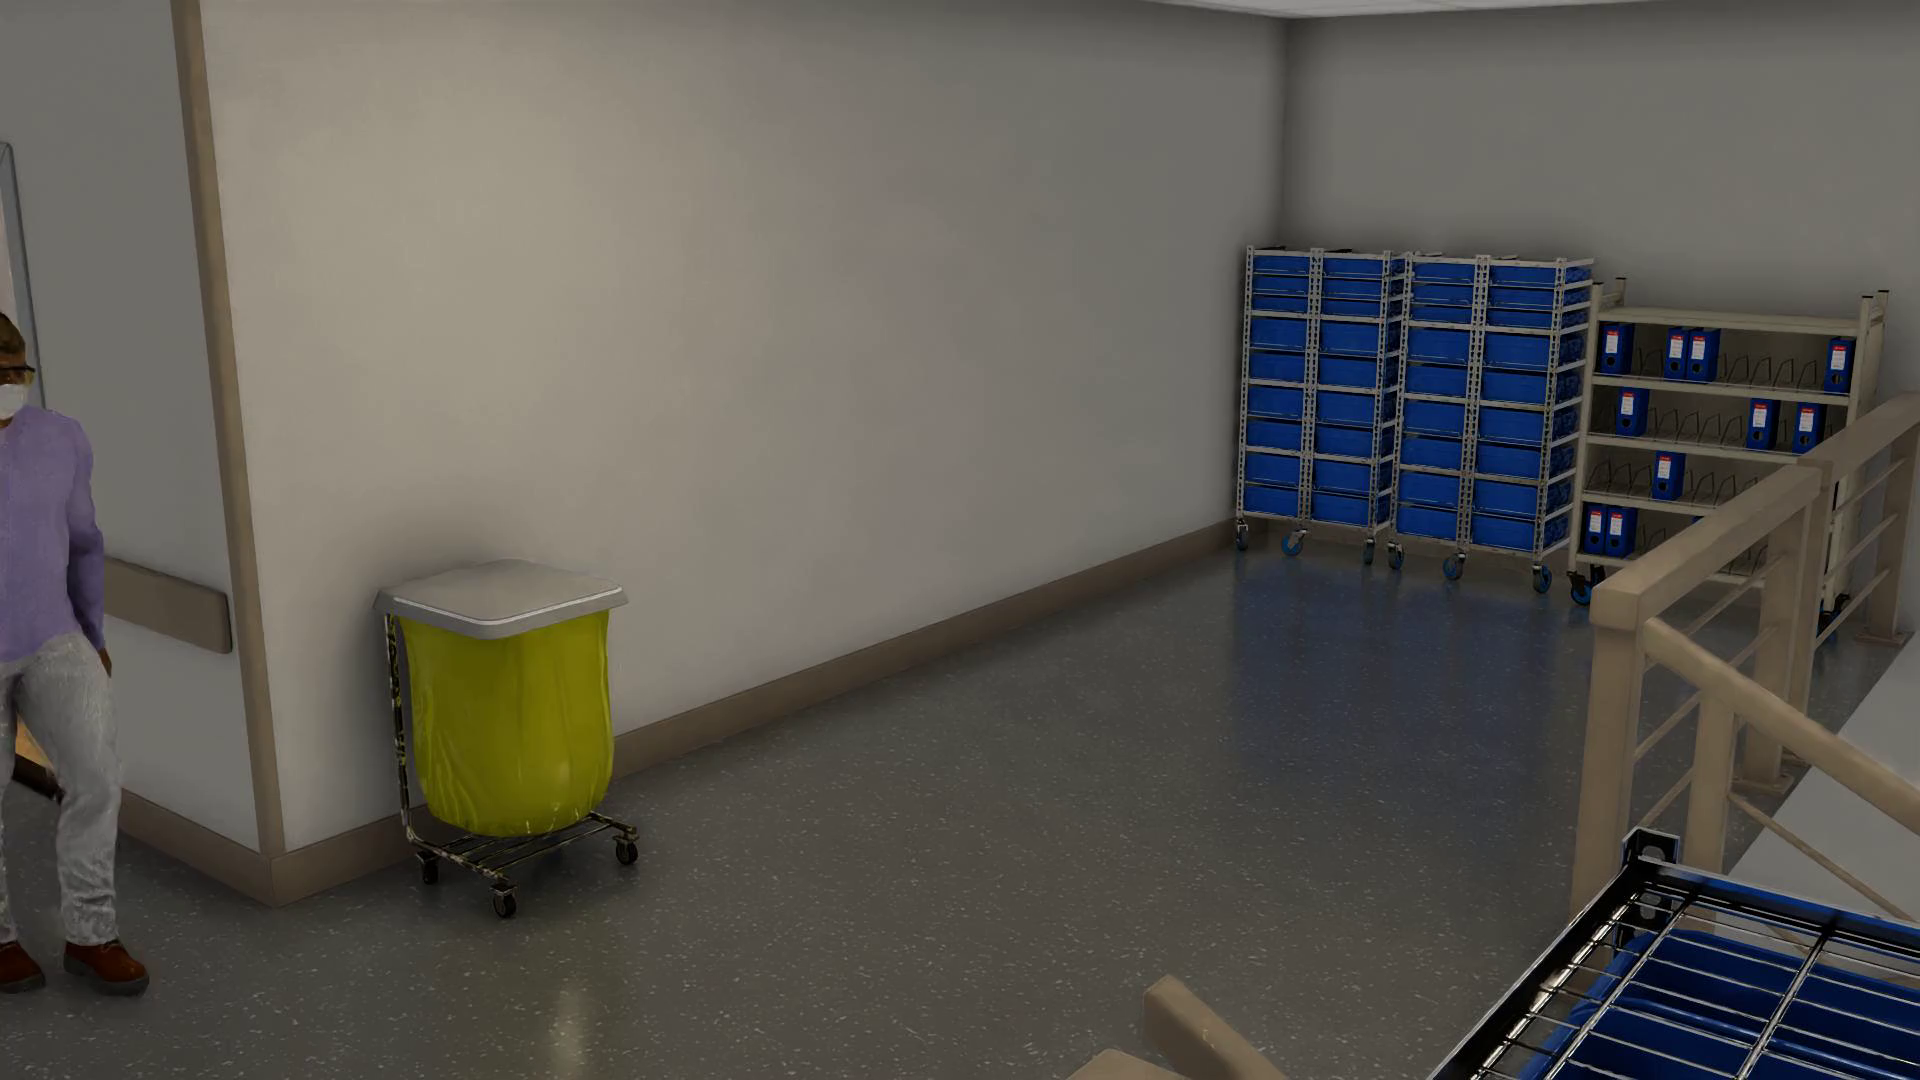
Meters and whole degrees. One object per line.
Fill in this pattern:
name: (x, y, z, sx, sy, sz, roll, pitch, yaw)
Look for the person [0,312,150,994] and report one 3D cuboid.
person: (-2.529, 0.343, 4.468, 0.756, 1.907, 0.665, 9, 16, 33)
